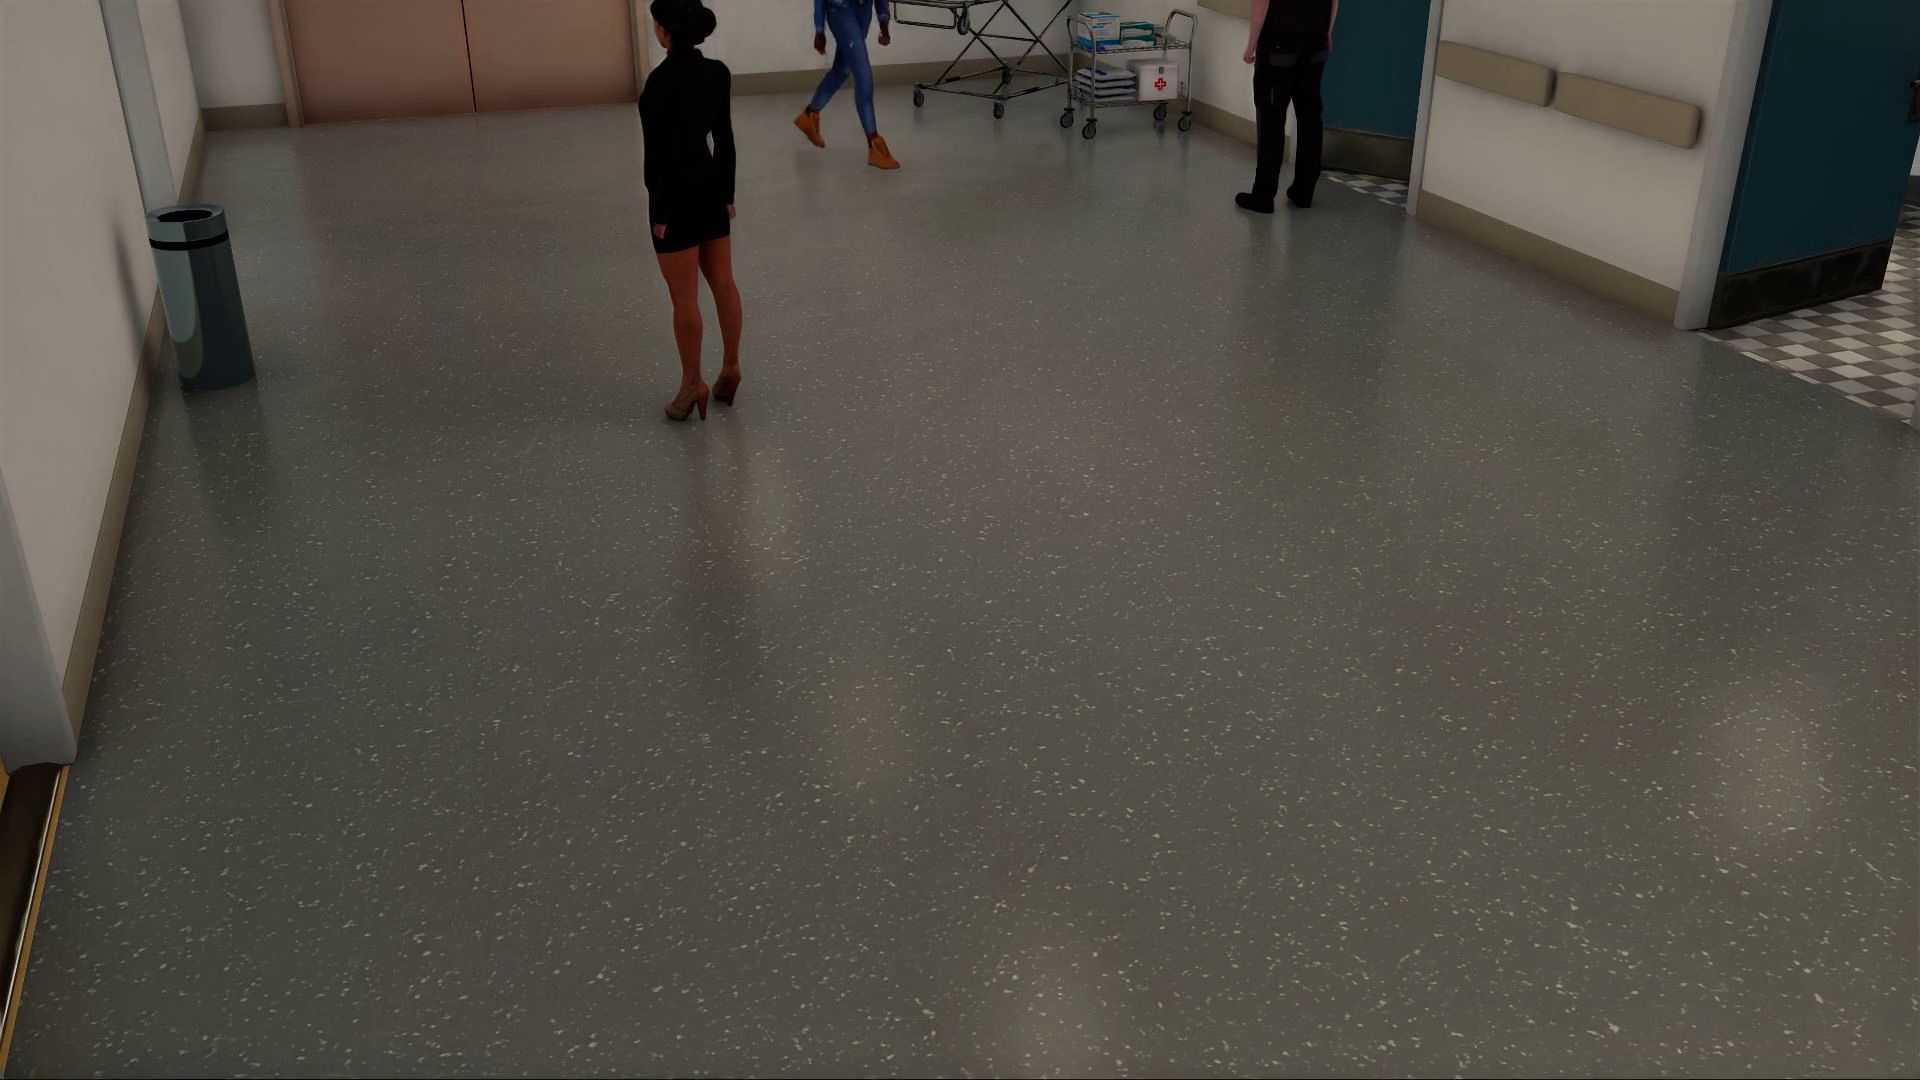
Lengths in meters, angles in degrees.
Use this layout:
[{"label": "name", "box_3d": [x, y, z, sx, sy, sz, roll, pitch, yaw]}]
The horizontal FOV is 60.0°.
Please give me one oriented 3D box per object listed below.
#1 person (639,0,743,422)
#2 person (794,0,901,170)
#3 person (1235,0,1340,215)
[{"label": "person", "box_3d": [-1.027, -1.265, 6.385, 0.753, 1.640, 0.694, 18, 31, 33]}, {"label": "person", "box_3d": [-0.757, -3.175, 10.318, 1.304, 1.663, 0.994, 21, 33, 37]}, {"label": "person", "box_3d": [1.856, -2.771, 9.270, 0.708, 1.846, 0.586, -10, 28, -20]}]
